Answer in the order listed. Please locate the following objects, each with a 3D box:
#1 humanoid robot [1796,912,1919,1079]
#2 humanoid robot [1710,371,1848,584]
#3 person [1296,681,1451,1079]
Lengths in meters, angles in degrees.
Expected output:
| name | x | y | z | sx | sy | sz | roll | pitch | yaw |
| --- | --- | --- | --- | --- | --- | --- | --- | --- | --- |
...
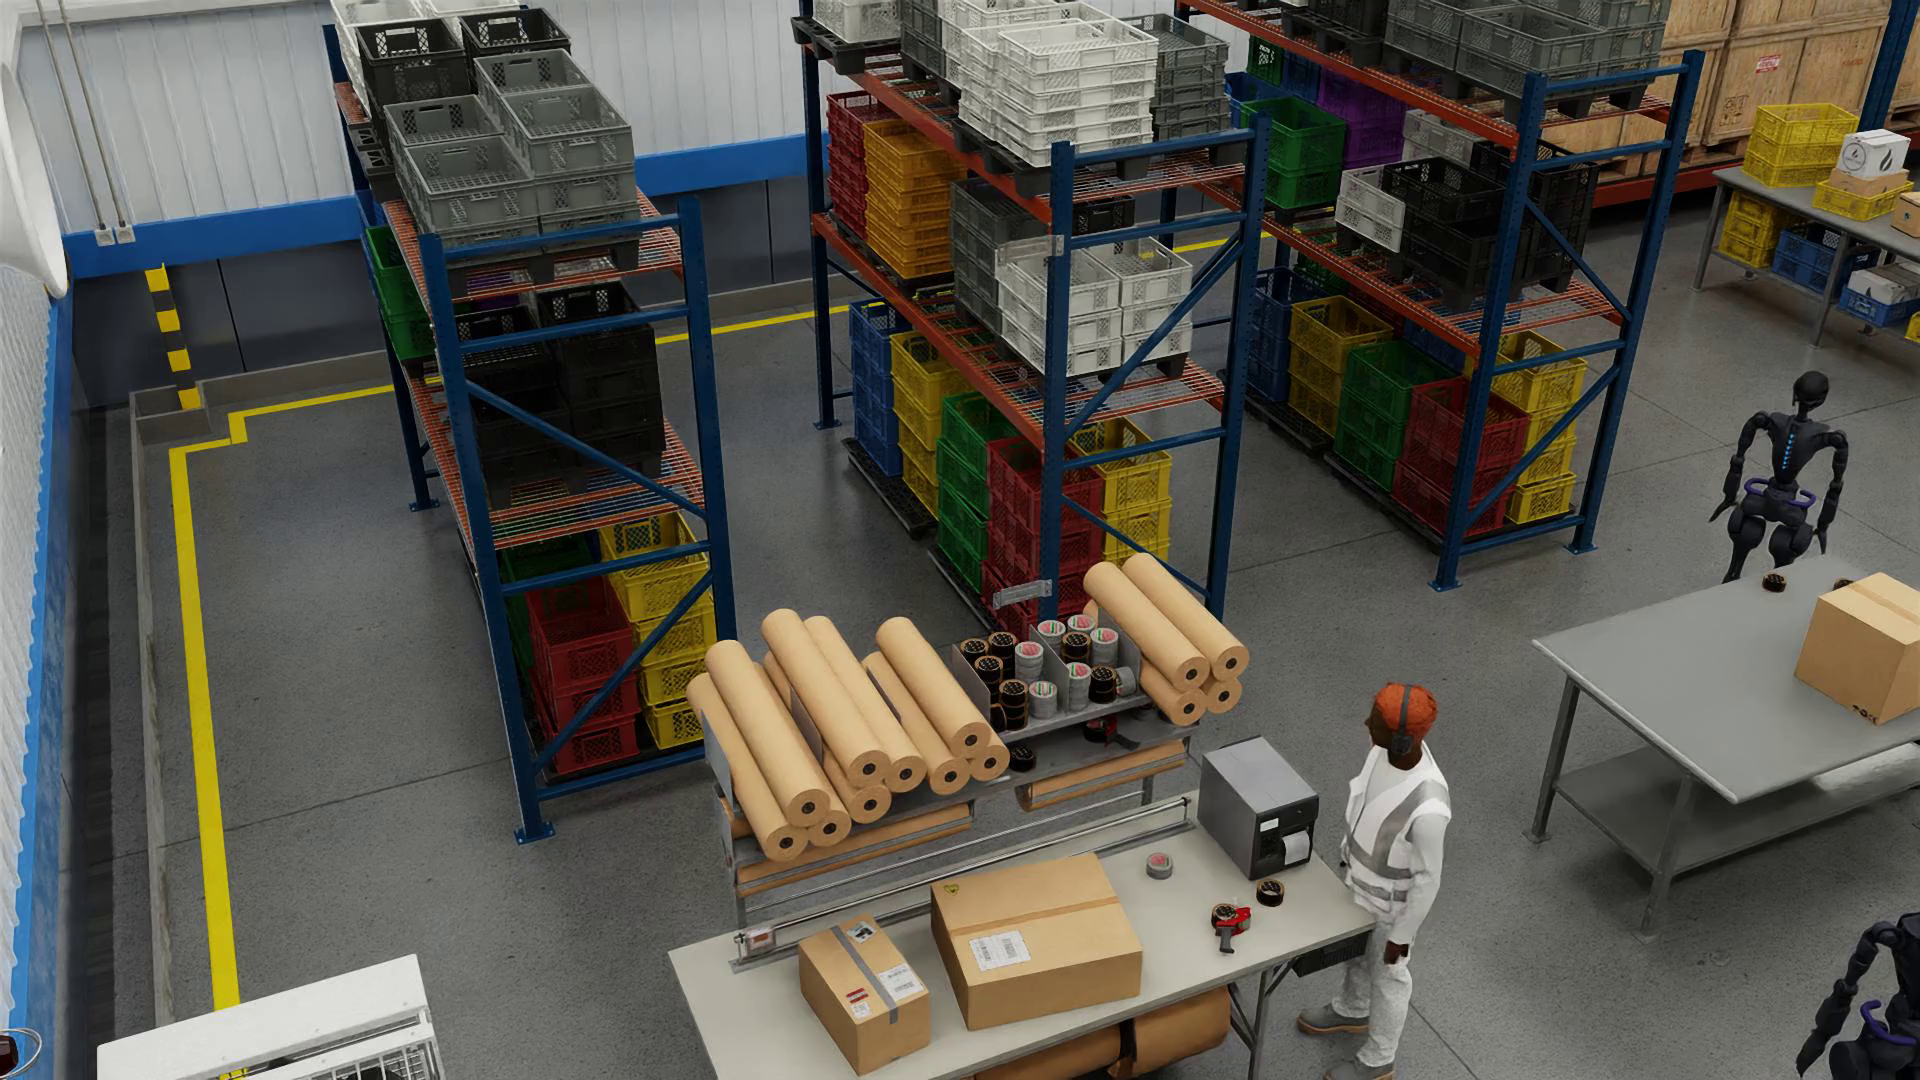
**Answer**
| name | x | y | z | sx | sy | sz | roll | pitch | yaw |
| --- | --- | --- | --- | --- | --- | --- | --- | --- | --- |
| humanoid robot | 3.258 | 1.755 | 5.774 | 0.573 | 1.652 | 0.328 | -1 | 32 | -1 |
| humanoid robot | 4.321 | -0.135 | 8.832 | 0.601 | 1.657 | 0.330 | 22 | 38 | 32 |
| person | 1.597 | 1.315 | 6.297 | 0.358 | 1.881 | 0.572 | -4 | 32 | -6 |
